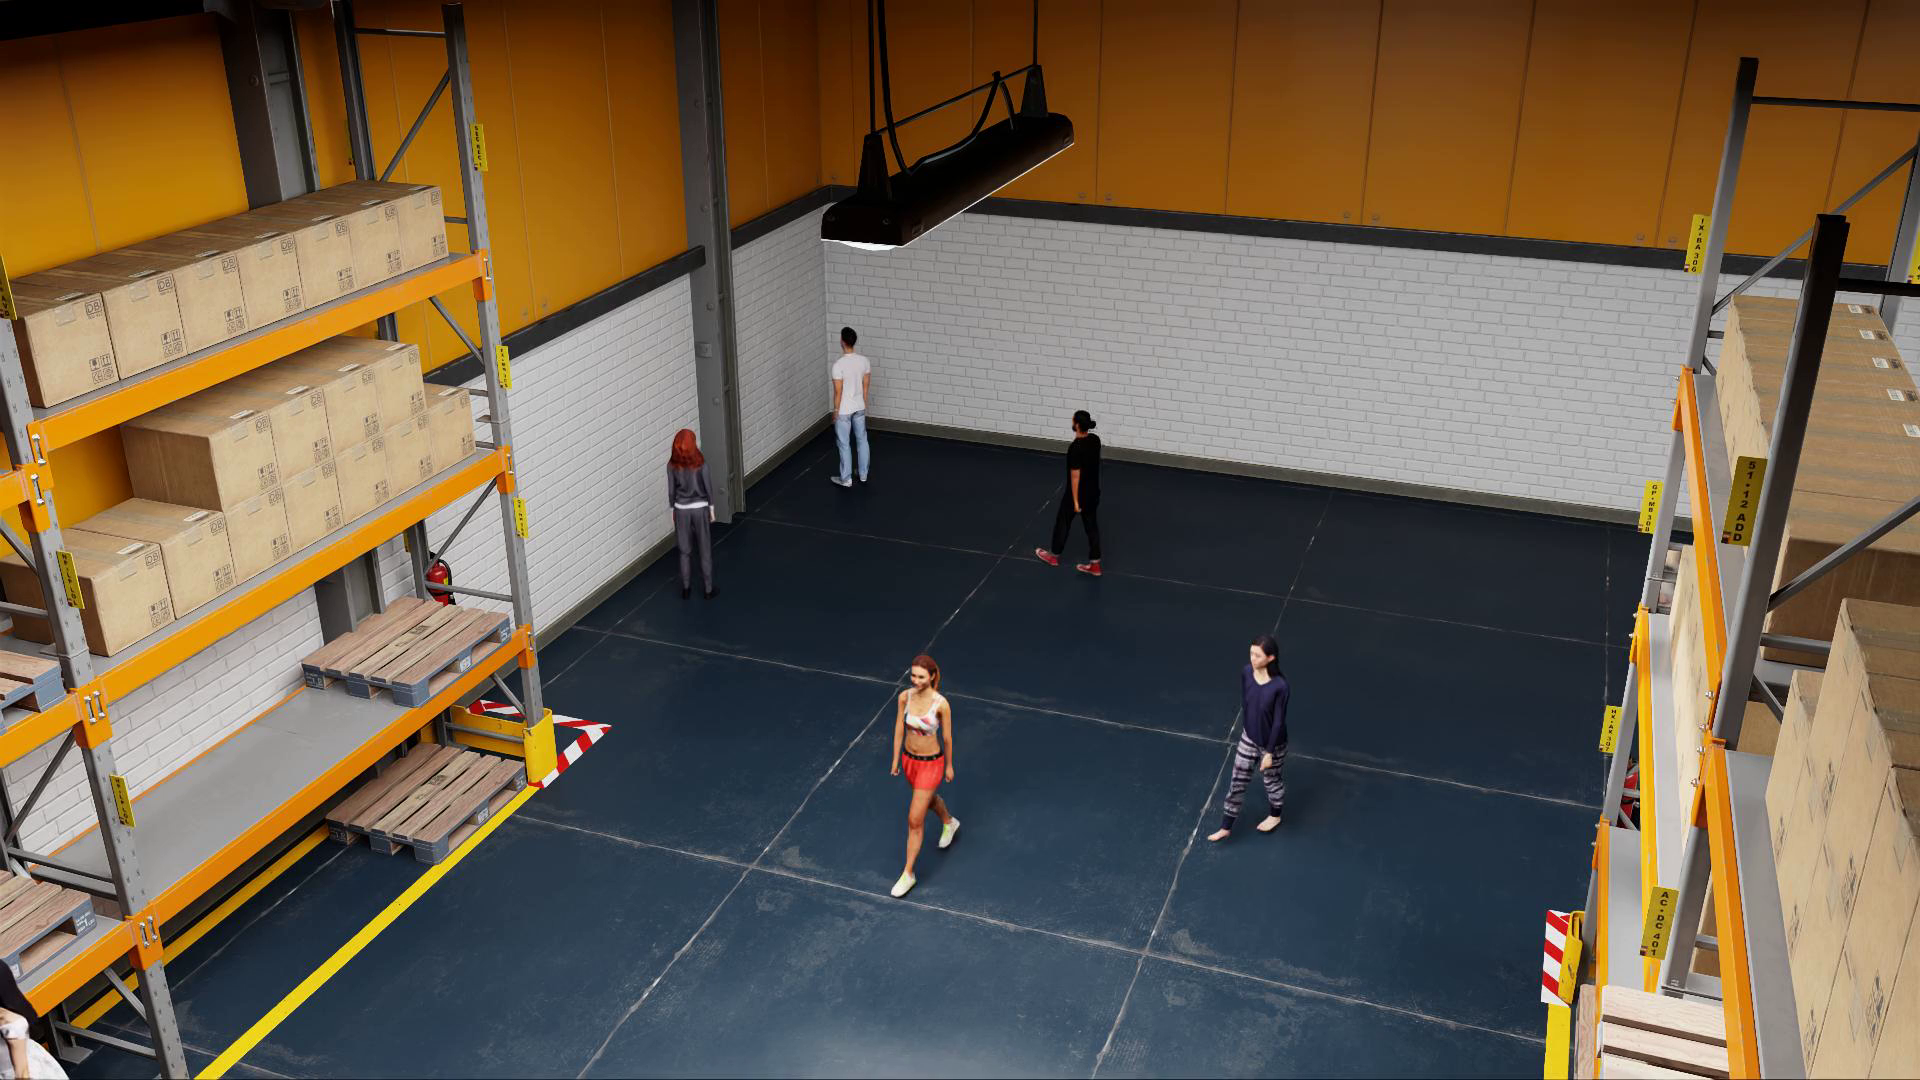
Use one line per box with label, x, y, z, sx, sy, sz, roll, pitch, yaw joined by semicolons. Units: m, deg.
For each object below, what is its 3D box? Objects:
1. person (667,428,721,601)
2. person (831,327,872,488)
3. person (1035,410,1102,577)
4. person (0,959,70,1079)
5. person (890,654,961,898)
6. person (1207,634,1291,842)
person;-2.626;-0.253;16.279;0.635;1.779;0.587;1;24;3
person;-1.258;-1.536;19.104;0.688;1.866;0.818;-19;30;-37
person;1.291;-0.447;16.781;0.950;1.732;1.026;22;32;40
person;-4.986;2.971;8.915;0.797;1.769;0.769;-18;30;-36
person;-0.227;1.609;12.057;0.732;1.747;1.203;13;27;27
person;2.341;1.457;12.463;0.876;1.701;1.062;21;31;40
